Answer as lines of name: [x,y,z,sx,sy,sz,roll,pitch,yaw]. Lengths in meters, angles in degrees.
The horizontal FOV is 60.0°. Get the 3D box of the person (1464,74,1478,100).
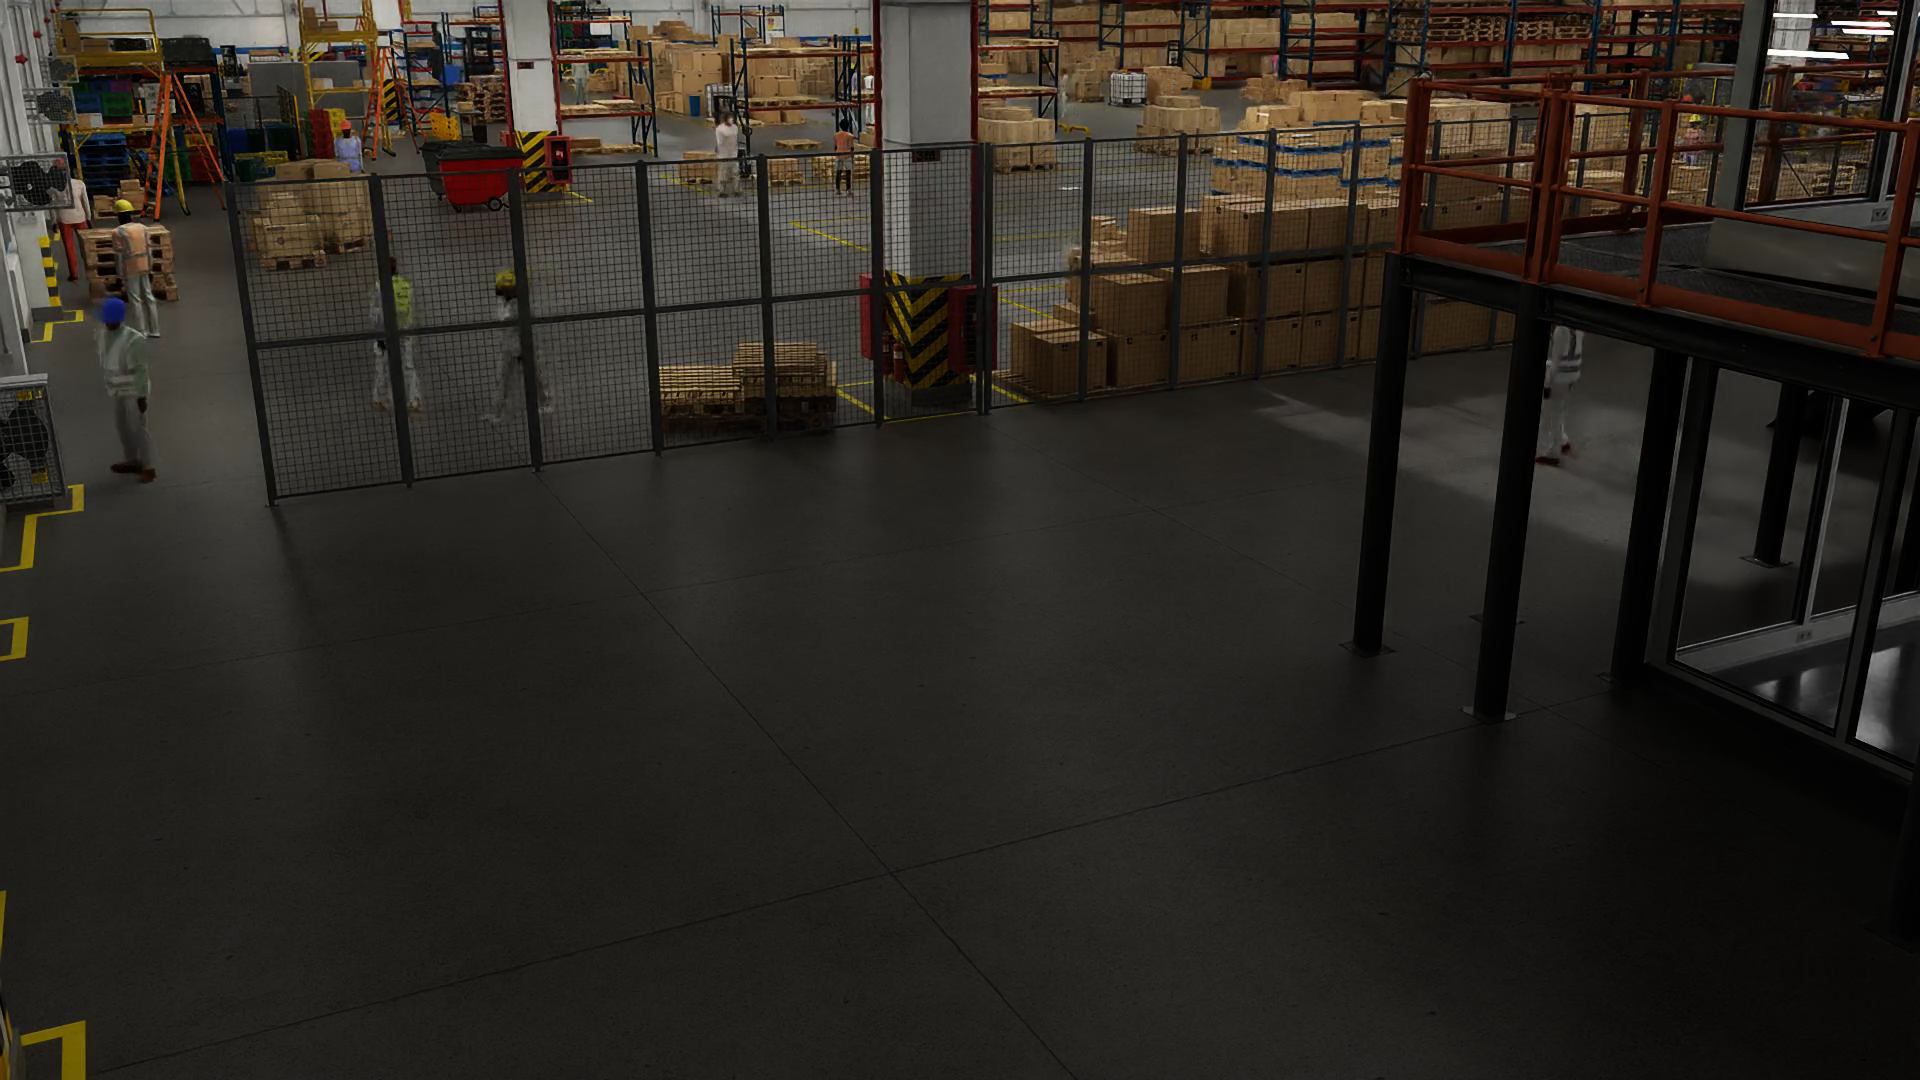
person: [15.392,-13.113,50.232,1.028,1.872,0.608,11,22,28]

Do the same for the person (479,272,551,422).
person: [-5.042,-2.177,18.760,0.499,1.698,0.907,14,23,35]

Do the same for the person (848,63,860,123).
person: [-3.498,-14.688,54.710,0.407,1.918,0.584,2,19,6]

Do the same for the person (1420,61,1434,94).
person: [15.027,-14.499,53.969,0.535,2.000,0.682,16,24,38]

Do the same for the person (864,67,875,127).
person: [-2.845,-14.266,53.546,0.577,1.876,0.346,18,26,41]

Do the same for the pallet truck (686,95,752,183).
pallet truck: [-5.836,-9.608,39.856,0.823,1.965,1.885,10,22,27]

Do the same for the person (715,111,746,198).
person: [-5.089,-8.540,36.900,0.839,1.902,0.690,16,25,39]

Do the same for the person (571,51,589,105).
person: [-14.134,-17.198,61.953,0.627,1.936,0.374,-5,20,-13]

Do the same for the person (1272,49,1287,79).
person: [12.873,-18.794,66.770,0.832,1.813,0.633,-8,21,-22]

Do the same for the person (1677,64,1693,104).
person: [24.449,-15.069,55.956,0.426,1.817,0.589,-11,22,-28]

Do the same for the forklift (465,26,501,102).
forklift: [-17.688,-17.560,61.573,1.129,2.768,1.873,-14,24,-36]

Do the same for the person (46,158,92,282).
person: [-14.510,-5.220,27.144,0.621,1.990,0.396,-18,26,-41]

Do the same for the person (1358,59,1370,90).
person: [13.786,-15.324,56.488,0.912,1.964,0.620,0,19,1]

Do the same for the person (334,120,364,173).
person: [-12.623,-7.706,34.431,0.543,1.939,0.360,-8,21,-23]

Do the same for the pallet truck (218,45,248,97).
pallet truck: [-28.879,-18.665,66.111,0.823,1.965,1.885,-3,19,-9]

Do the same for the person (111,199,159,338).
person: [-11.354,-3.698,22.837,0.385,1.925,0.609,7,20,20]

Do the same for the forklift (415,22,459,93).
forklift: [-21.421,-19.530,67.284,1.129,2.768,1.873,14,23,35]

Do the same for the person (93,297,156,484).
person: [-8.293,-1.491,16.482,0.750,1.897,0.492,8,21,23]

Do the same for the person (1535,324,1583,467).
person: [6.105,-1.659,16.998,0.412,1.872,0.602,13,23,33]

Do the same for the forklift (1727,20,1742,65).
forklift: [32.497,-20.242,69.348,1.129,2.768,1.873,-10,21,-26]

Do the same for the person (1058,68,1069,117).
person: [3.513,-15.356,57.070,0.382,1.621,0.553,-16,25,-39]

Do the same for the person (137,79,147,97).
person: [-25.180,-13.423,51.470,0.525,1.632,0.321,9,21,23]

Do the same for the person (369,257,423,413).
person: [-6.576,-2.361,19.184,0.809,1.785,0.683,11,22,29]

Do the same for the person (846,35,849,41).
person: [-5.305,-22.677,77.890,0.847,1.906,0.544,11,22,28]

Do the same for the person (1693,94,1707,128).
person: [20.279,-11.446,45.756,0.516,1.613,0.466,-9,21,-25]

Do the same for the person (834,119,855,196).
person: [-2.604,-8.624,37.472,0.532,1.689,0.321,9,21,25]

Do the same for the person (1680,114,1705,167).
person: [16.584,-8.755,37.730,0.315,1.769,0.523,-10,21,-26]

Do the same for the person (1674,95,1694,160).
person: [17.865,-10.006,41.106,0.546,1.934,0.376,3,19,8]

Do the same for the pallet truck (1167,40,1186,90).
pallet truck: [9.045,-19.971,69.895,0.823,1.965,1.885,-3,19,-8]
